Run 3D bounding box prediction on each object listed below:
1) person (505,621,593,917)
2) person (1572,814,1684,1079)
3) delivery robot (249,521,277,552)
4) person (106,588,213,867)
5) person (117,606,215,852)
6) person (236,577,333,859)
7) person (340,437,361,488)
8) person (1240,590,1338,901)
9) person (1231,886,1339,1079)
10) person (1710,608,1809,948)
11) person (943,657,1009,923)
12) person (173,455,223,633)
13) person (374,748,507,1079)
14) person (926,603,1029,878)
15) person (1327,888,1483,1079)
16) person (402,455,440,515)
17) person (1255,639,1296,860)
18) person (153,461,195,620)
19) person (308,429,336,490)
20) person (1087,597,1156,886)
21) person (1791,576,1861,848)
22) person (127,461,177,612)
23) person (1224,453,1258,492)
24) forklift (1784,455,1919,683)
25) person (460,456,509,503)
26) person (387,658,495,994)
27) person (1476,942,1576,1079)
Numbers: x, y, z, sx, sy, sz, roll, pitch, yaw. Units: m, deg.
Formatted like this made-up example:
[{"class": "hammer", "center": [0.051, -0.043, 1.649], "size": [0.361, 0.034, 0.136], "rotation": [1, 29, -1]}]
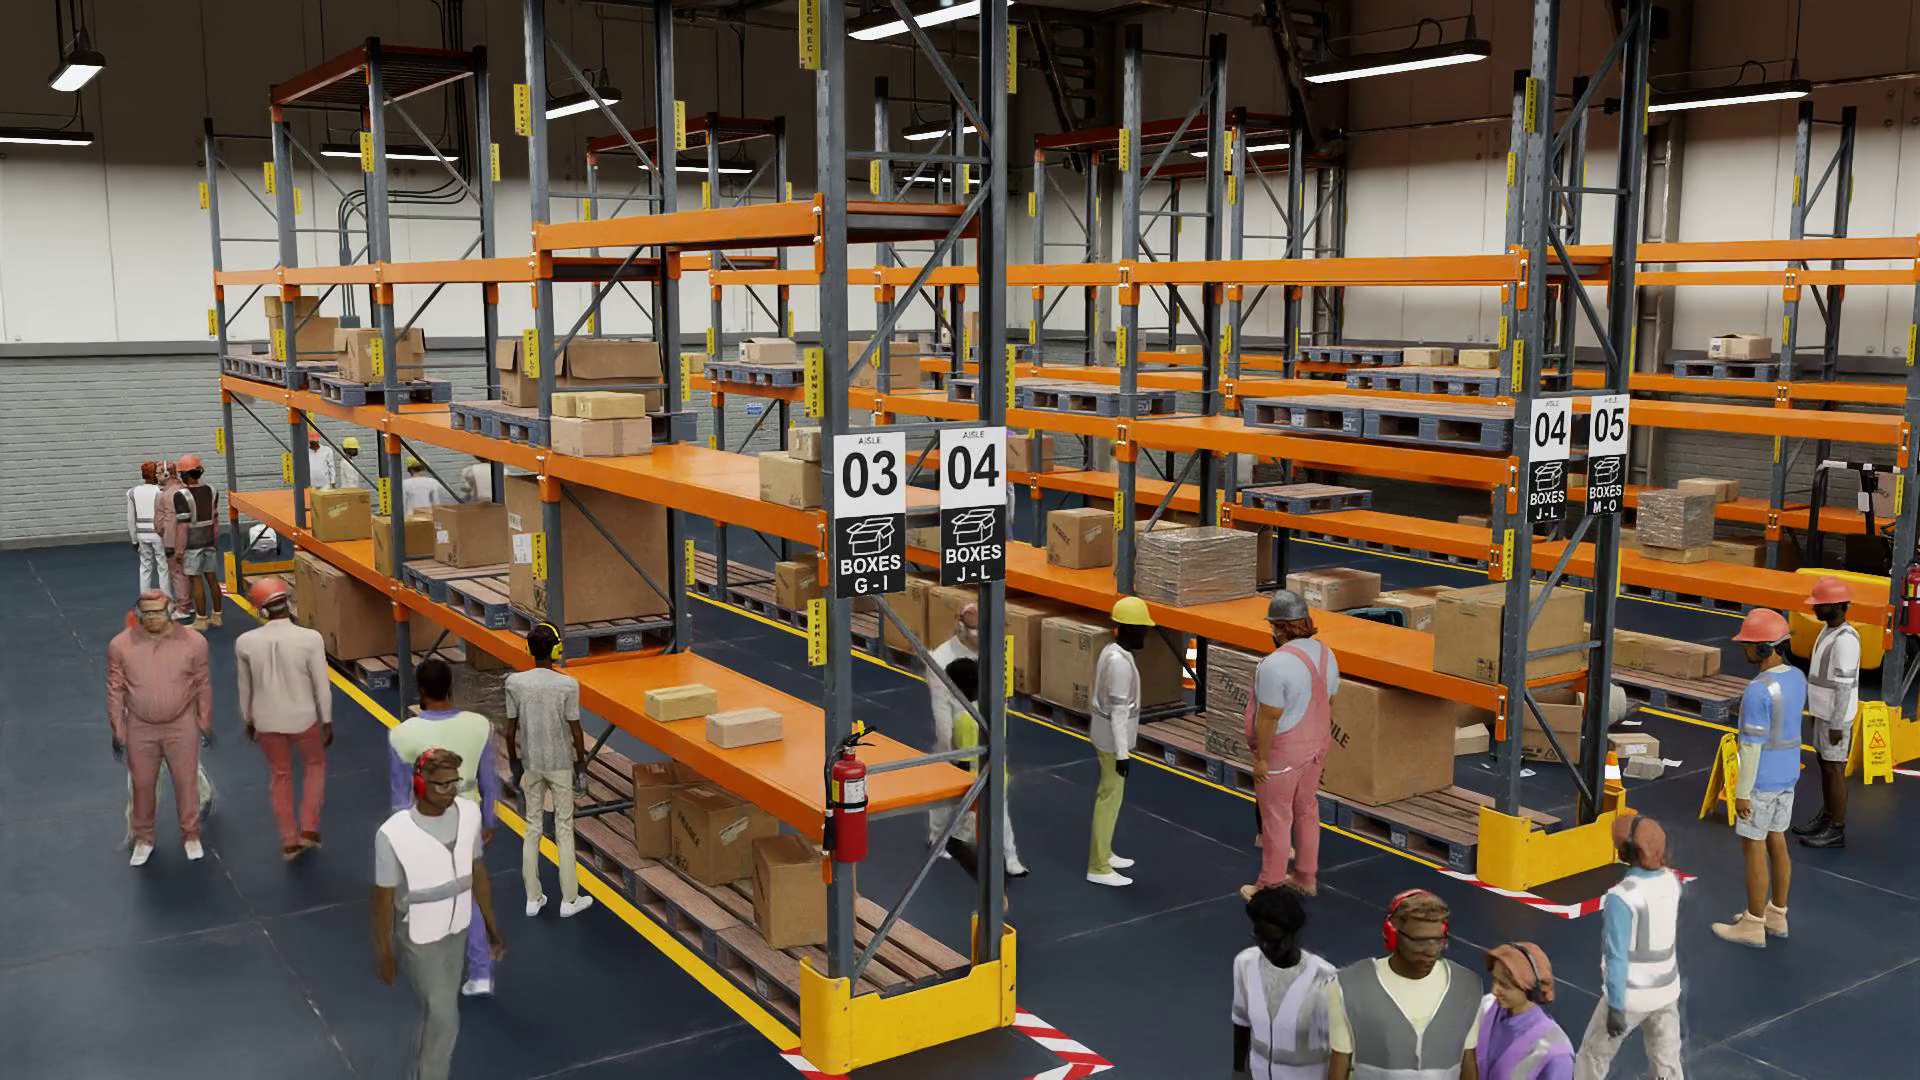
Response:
[{"class": "person", "center": [-2.572, 1.430, 10.410], "size": [0.533, 1.871, 0.320], "rotation": [1, 9, 8]}, {"class": "person", "center": [2.943, 1.999, 7.469], "size": [0.545, 1.599, 0.807], "rotation": [-6, 10, -34]}, {"class": "delivery robot", "center": [-10.198, -0.051, 24.317], "size": [0.477, 0.478, 0.707], "rotation": [-4, 9, -25]}, {"class": "person", "center": [-5.456, 1.269, 11.363], "size": [0.651, 1.906, 0.403], "rotation": [-4, 9, -22]}, {"class": "person", "center": [-5.723, 1.284, 11.938], "size": [0.553, 1.717, 0.880], "rotation": [1, 9, 4]}, {"class": "person", "center": [-4.632, 1.222, 11.476], "size": [0.644, 1.962, 0.474], "rotation": [-1, 9, -6]}, {"class": "person", "center": [-8.967, -0.635, 24.507], "size": [0.327, 1.765, 0.529], "rotation": [-4, 10, -27]}, {"class": "person", "center": [2.081, 1.306, 10.663], "size": [0.685, 2.000, 0.535], "rotation": [-8, 11, -42]}, {"class": "person", "center": [1.261, 2.130, 6.389], "size": [0.397, 1.668, 0.562], "rotation": [-7, 11, -40]}, {"class": "person", "center": [4.792, 1.416, 9.964], "size": [0.607, 2.035, 0.407], "rotation": [-7, 11, -39]}, {"class": "person", "center": [0.101, 1.552, 10.268], "size": [0.426, 1.668, 0.592], "rotation": [3, 9, 21]}, {"class": "person", "center": [-8.764, 0.043, 19.069], "size": [0.397, 2.043, 0.609], "rotation": [3, 9, 18]}, {"class": "person", "center": [-2.378, 1.858, 7.708], "size": [0.594, 1.823, 0.558], "rotation": [4, 10, 26]}, {"class": "person", "center": [0.076, 1.325, 11.199], "size": [0.635, 1.844, 1.045], "rotation": [-4, 9, -26]}, {"class": "person", "center": [1.574, 2.117, 5.949], "size": [0.564, 1.841, 0.400], "rotation": [-1, 9, -7]}, {"class": "person", "center": [-7.203, -0.266, 22.119], "size": [0.529, 1.739, 0.389], "rotation": [-8, 11, -41]}, {"class": "person", "center": [2.216, 1.366, 11.446], "size": [0.321, 1.686, 0.539], "rotation": [-3, 9, -20]}, {"class": "person", "center": [-9.398, -0.001, 19.855], "size": [0.399, 1.900, 0.644], "rotation": [-3, 9, -16]}, {"class": "person", "center": [-10.254, -0.924, 26.513], "size": [0.575, 1.739, 0.348], "rotation": [-4, 9, -23]}, {"class": "person", "center": [1.072, 1.319, 11.032], "size": [0.431, 1.913, 0.600], "rotation": [1, 9, 6]}, {"class": "person", "center": [6.104, 1.204, 11.721], "size": [0.380, 1.929, 0.545], "rotation": [3, 9, 17]}, {"class": "person", "center": [-9.656, -0.008, 19.933], "size": [0.584, 1.882, 0.337], "rotation": [1, 9, 6]}, {"class": "person", "center": [4.296, -0.815, 25.377], "size": [0.532, 1.864, 0.312], "rotation": [2, 9, 12]}, {"class": "forklift", "center": [9.643, 0.253, 17.172], "size": [2.313, 2.155, 1.214], "rotation": [-6, 10, -33]}, {"class": "person", "center": [-6.136, -0.312, 21.541], "size": [0.619, 2.009, 0.698], "rotation": [-3, 9, -18]}, {"class": "person", "center": [-2.893, 1.590, 9.353], "size": [0.601, 1.876, 1.016], "rotation": [-6, 10, -34]}, {"class": "person", "center": [1.996, 2.217, 5.959], "size": [0.315, 1.634, 0.516], "rotation": [-2, 9, -15]}]
